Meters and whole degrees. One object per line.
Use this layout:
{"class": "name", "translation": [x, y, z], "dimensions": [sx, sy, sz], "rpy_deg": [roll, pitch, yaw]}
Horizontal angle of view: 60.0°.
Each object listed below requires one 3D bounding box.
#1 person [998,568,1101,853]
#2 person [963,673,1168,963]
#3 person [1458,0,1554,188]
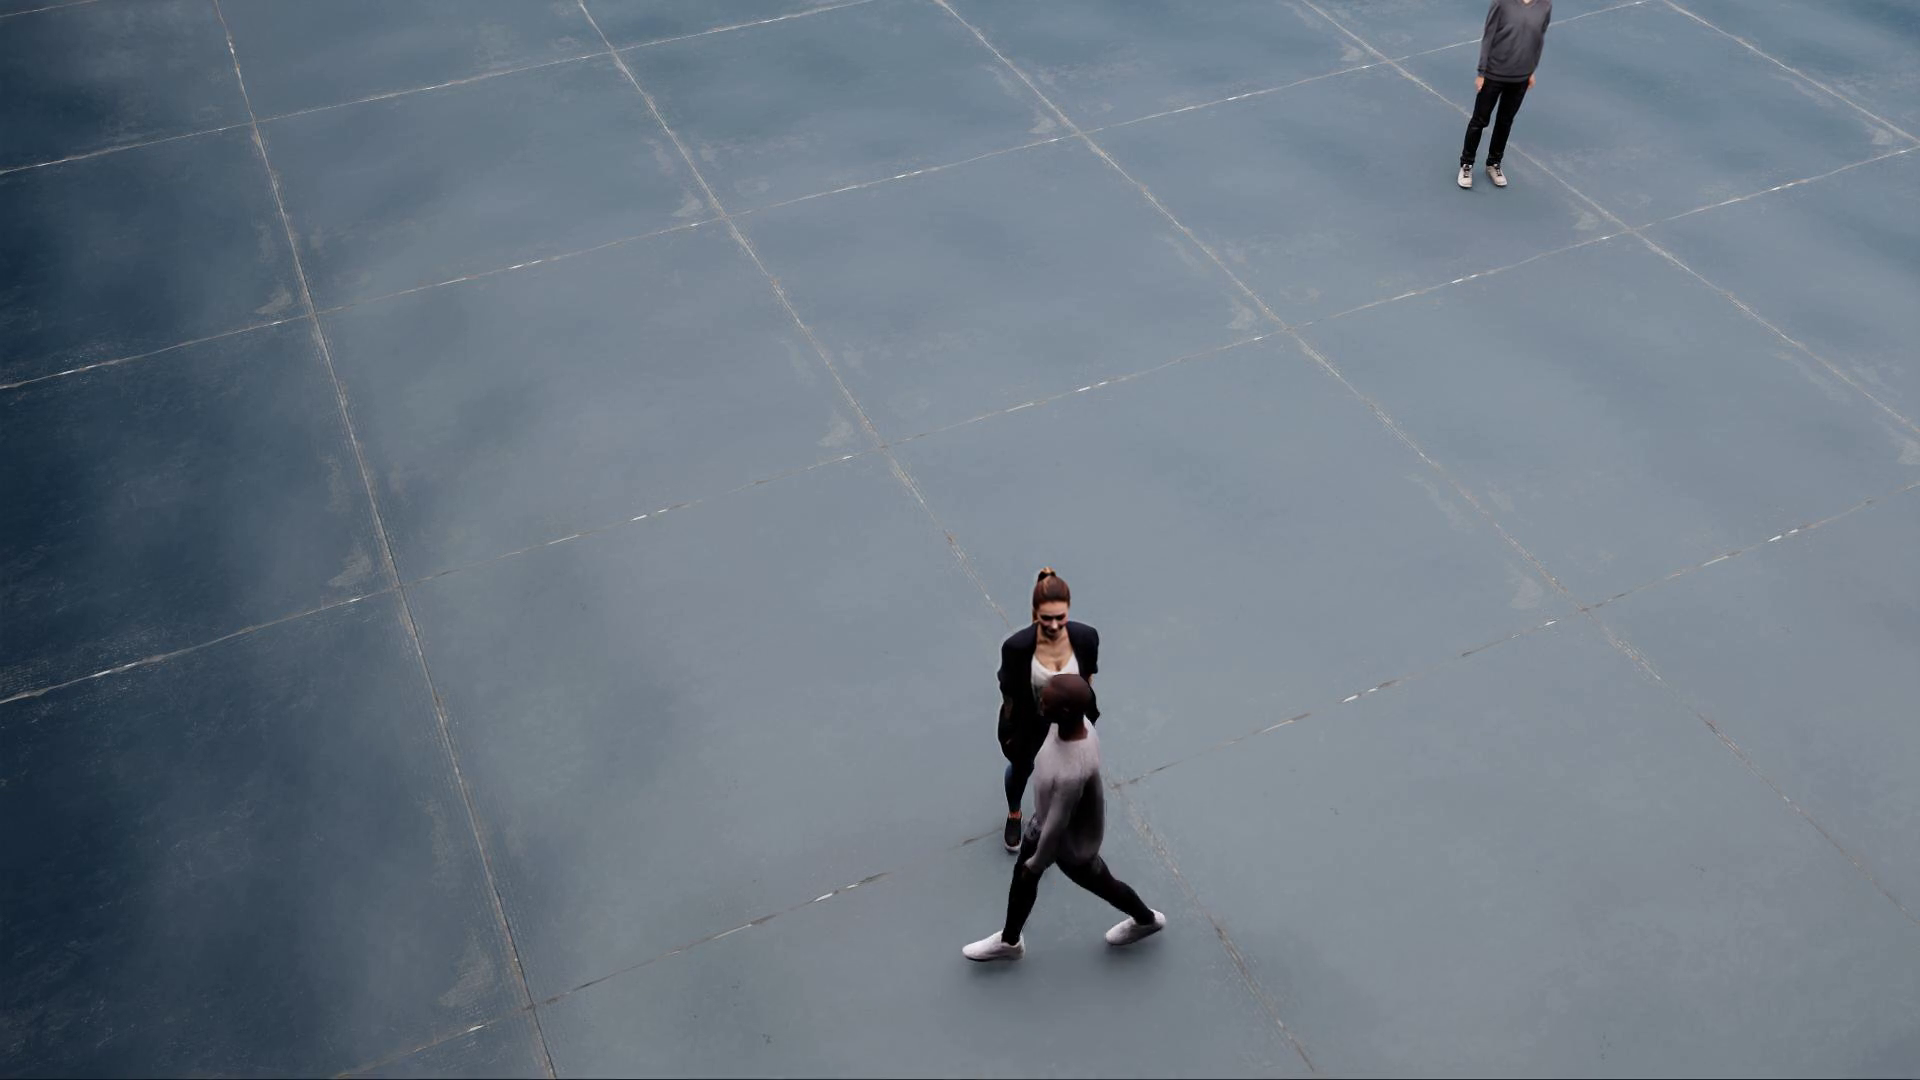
{"class": "person", "translation": [0.395, 0.793, 7.631], "dimensions": [0.688, 1.683, 0.649], "rpy_deg": [-7, 43, -7]}
{"class": "person", "translation": [0.565, 1.249, 7.089], "dimensions": [0.912, 1.737, 1.177], "rpy_deg": [-6, 43, -6]}
{"class": "person", "translation": [4.028, -3.457, 12.253], "dimensions": [0.695, 1.760, 0.683], "rpy_deg": [0, 42, 0]}
